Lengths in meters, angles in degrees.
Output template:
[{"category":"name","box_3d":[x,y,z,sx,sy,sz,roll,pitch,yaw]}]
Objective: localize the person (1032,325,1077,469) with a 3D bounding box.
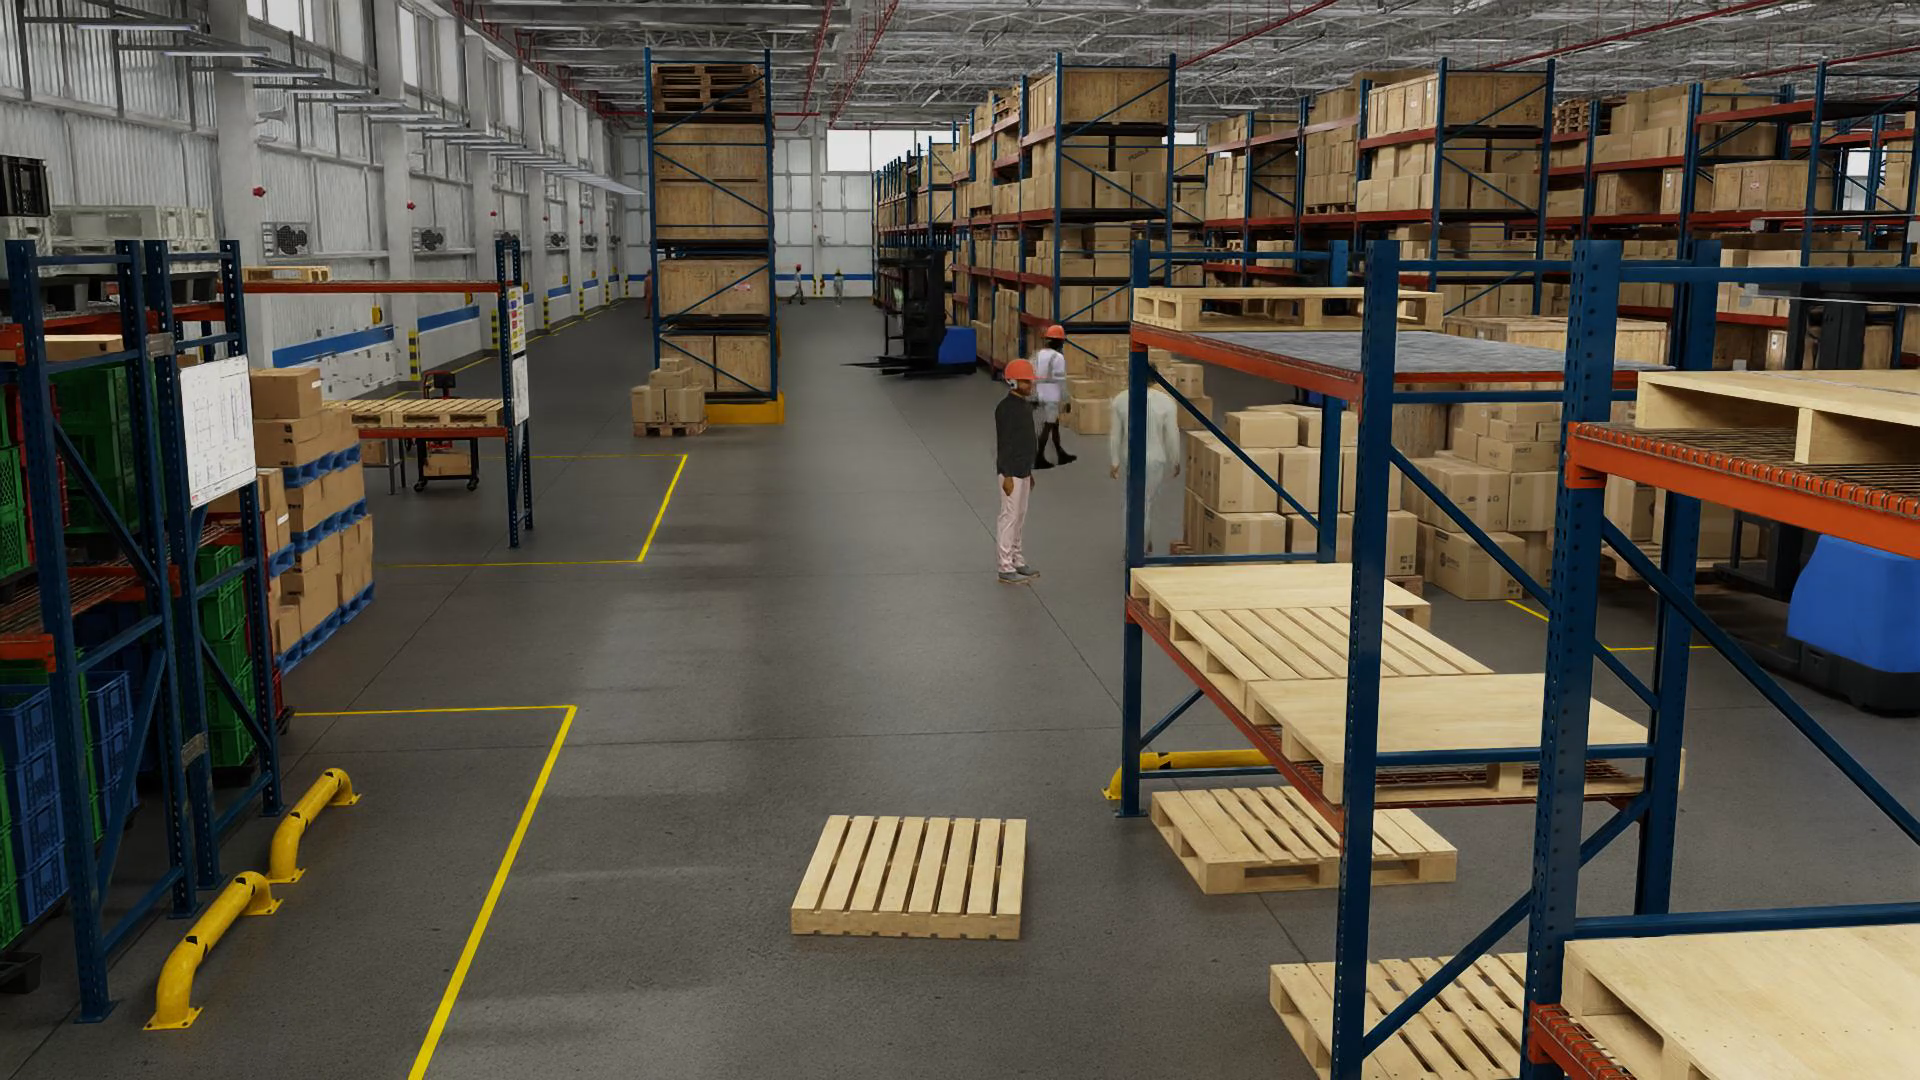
[{"category":"person","box_3d":[1.317,-1.907,22.205,0.884,1.899,0.583,-6,12,-31]}]

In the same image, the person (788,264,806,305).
[{"category":"person","box_3d":[-7.649,-11.984,78.017,0.804,1.918,0.553,-1,10,-8]}]

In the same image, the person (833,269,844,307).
[{"category":"person","box_3d":[-5.511,-11.386,75.222,0.482,1.716,0.607,2,10,9]}]

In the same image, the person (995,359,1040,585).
[{"category":"person","box_3d":[0.510,-0.612,14.778,0.382,1.995,0.612,4,11,21]}]

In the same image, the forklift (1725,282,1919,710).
[{"category":"forklift","box_3d":[6.244,-0.417,11.245,1.129,2.768,1.873,-1,10,-6]}]

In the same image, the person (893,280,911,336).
[{"category":"person","box_3d":[-1.785,-7.175,51.670,0.593,1.796,0.935,-1,10,-7]}]

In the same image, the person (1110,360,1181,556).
[{"category":"person","box_3d":[1.803,-0.754,15.782,0.639,1.907,0.840,5,12,28]}]

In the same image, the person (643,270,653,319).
[{"category":"person","box_3d":[-12.005,-9.526,64.464,0.401,1.894,0.653,8,13,38]}]

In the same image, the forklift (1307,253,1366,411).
[{"category":"forklift","box_3d":[6.430,-3.421,27.887,1.129,2.768,1.873,-1,10,-6]}]

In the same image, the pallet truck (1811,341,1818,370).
[{"category":"pallet truck","box_3d":[15.846,-3.142,28.793,1.885,1.965,0.823,2,10,12]}]

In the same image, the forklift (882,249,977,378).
[{"category":"forklift","box_3d":[-0.653,-5.058,36.958,1.873,2.768,1.129,-6,12,-32]}]
